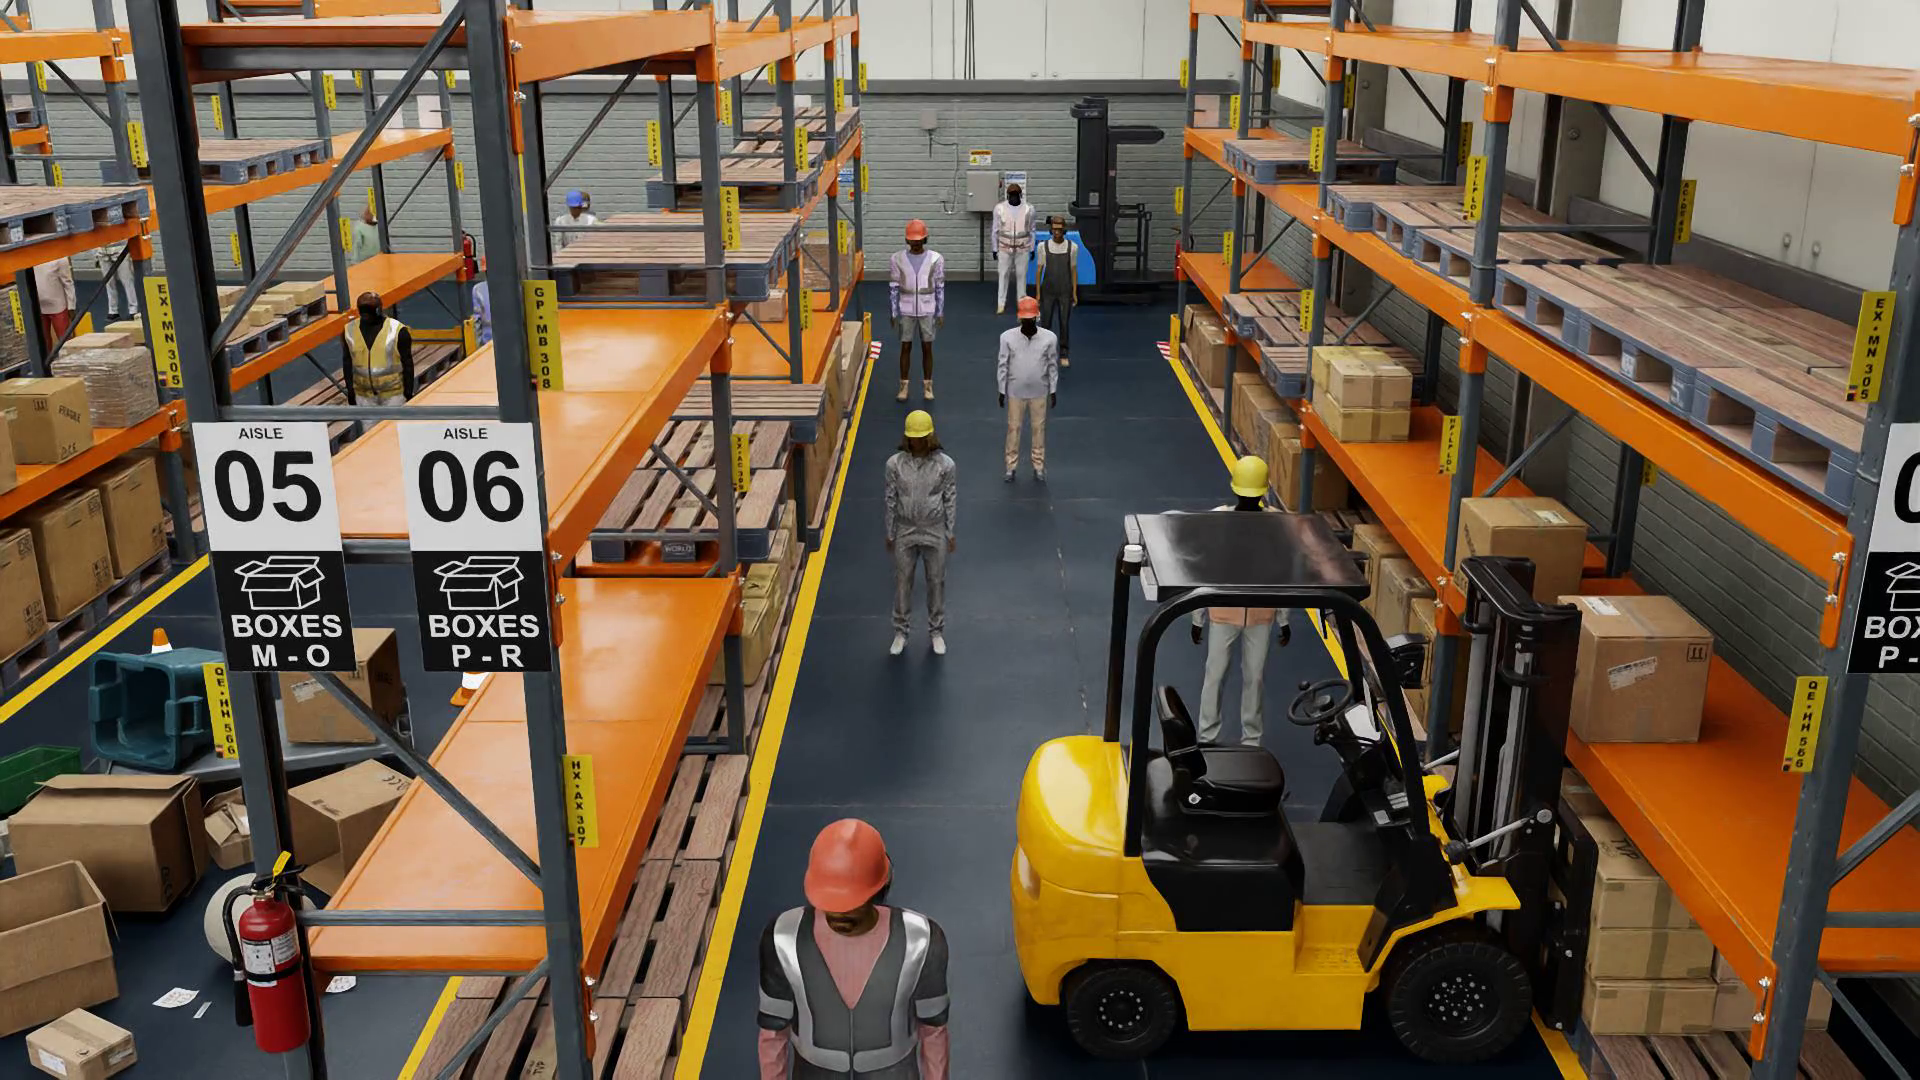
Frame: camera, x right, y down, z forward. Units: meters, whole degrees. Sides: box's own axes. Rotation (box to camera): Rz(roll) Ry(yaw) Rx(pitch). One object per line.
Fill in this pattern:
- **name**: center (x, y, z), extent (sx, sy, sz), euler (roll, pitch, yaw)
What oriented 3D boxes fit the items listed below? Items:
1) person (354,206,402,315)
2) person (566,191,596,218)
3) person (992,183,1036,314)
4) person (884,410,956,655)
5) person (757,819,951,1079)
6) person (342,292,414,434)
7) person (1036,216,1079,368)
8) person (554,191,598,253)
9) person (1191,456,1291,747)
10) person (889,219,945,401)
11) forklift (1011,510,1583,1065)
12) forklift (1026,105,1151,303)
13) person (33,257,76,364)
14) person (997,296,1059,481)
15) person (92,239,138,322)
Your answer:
- **person**: center (-8.290, -3.958, 23.511), extent (0.562, 1.568, 0.914), euler (-12, 22, -32)
- **person**: center (-5.690, -4.443, 24.973), extent (0.568, 1.569, 0.908), euler (-13, 22, -34)
- **person**: center (0.766, -4.127, 23.599), extent (0.633, 1.841, 0.429), euler (0, 18, 0)
- **person**: center (-0.270, -0.045, 11.411), extent (0.492, 1.742, 0.323), euler (0, 18, 0)
- **person**: center (-0.337, 1.810, 5.336), extent (0.614, 2.038, 0.395), euler (0, 18, 0)
- **person**: center (-5.318, -1.360, 15.238), extent (0.633, 1.838, 0.429), euler (0, 18, 0)
- **person**: center (1.177, -3.010, 20.214), extent (0.516, 1.843, 0.327), euler (0, 18, 0)
- **person**: center (-5.102, -3.718, 22.294), extent (0.614, 1.893, 0.927), euler (-1, 18, -2)
- **person**: center (1.644, 0.432, 9.684), extent (0.594, 1.922, 0.384), euler (0, 18, 0)
- **person**: center (-0.477, -2.542, 18.493), extent (0.614, 2.038, 0.395), euler (0, 18, 0)
- **forklift**: center (1.387, 1.055, 7.378), extent (2.313, 2.155, 1.214), euler (0, 18, 0)
- **forklift**: center (1.857, -4.944, 24.441), extent (1.873, 2.768, 1.129), euler (0, 18, 0)
- **person**: center (-10.326, -2.624, 18.813), extent (0.622, 1.992, 0.397), euler (0, 18, 0)
- **person**: center (0.632, -1.402, 15.498), extent (0.573, 1.749, 0.343), euler (0, 18, 0)
- **person**: center (-11.708, -3.927, 23.009), extent (0.600, 1.830, 0.403), euler (0, 18, 0)
